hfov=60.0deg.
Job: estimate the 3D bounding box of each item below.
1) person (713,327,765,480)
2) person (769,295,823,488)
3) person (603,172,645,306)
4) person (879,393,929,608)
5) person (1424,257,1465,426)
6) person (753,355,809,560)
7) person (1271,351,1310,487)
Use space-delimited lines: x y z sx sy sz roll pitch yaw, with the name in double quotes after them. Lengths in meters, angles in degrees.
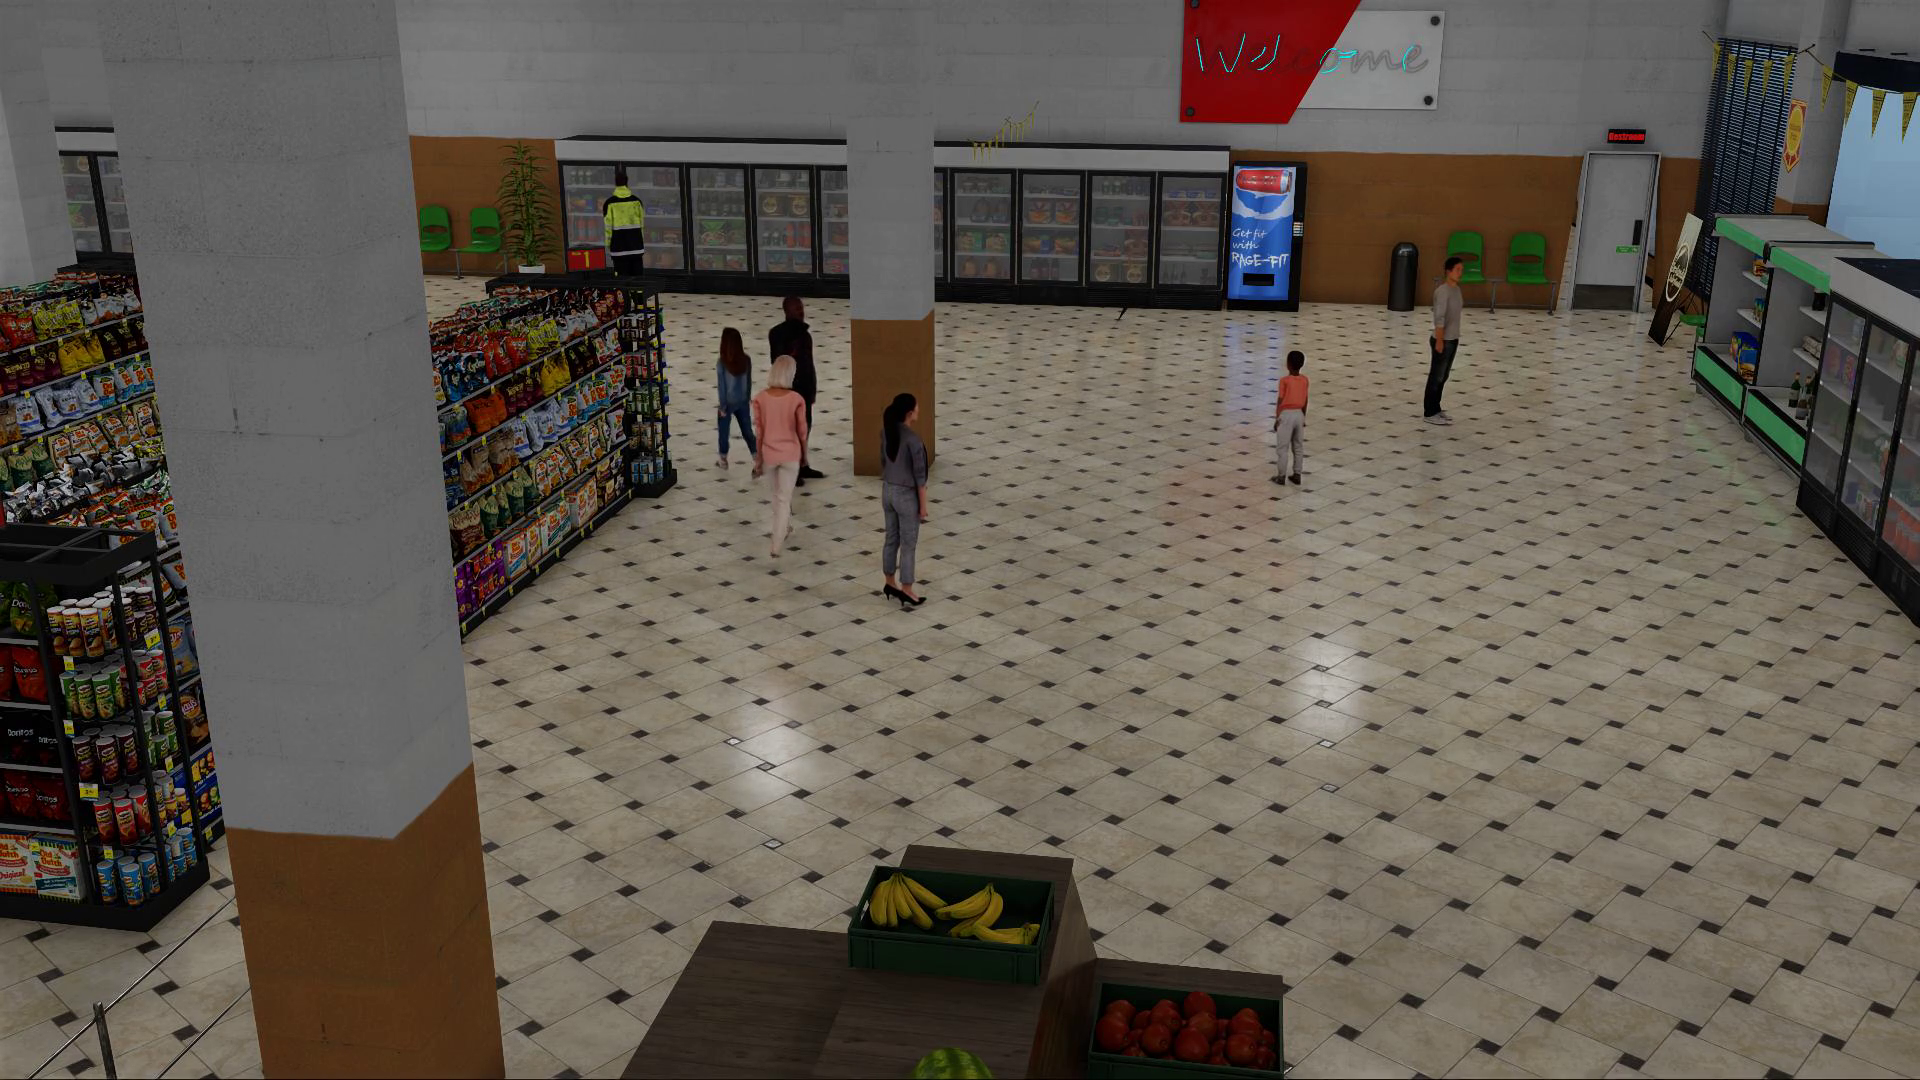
-2.132 -1.301 16.072 1.018 1.457 1.053 -14 23 -36 "person"
-1.613 -1.450 15.951 0.826 1.818 0.655 10 21 28 "person"
-4.922 -4.403 24.450 0.862 1.983 0.906 -11 22 -30 "person"
-0.454 -0.308 12.786 0.754 1.675 0.719 -17 25 -41 "person"
5.277 -2.186 18.147 0.784 1.809 0.640 13 22 33 "person"
-1.489 -0.651 13.806 0.667 1.673 1.178 1 19 4 "person"
3.170 -1.166 15.904 0.547 1.310 0.582 -6 19 -17 "person"
